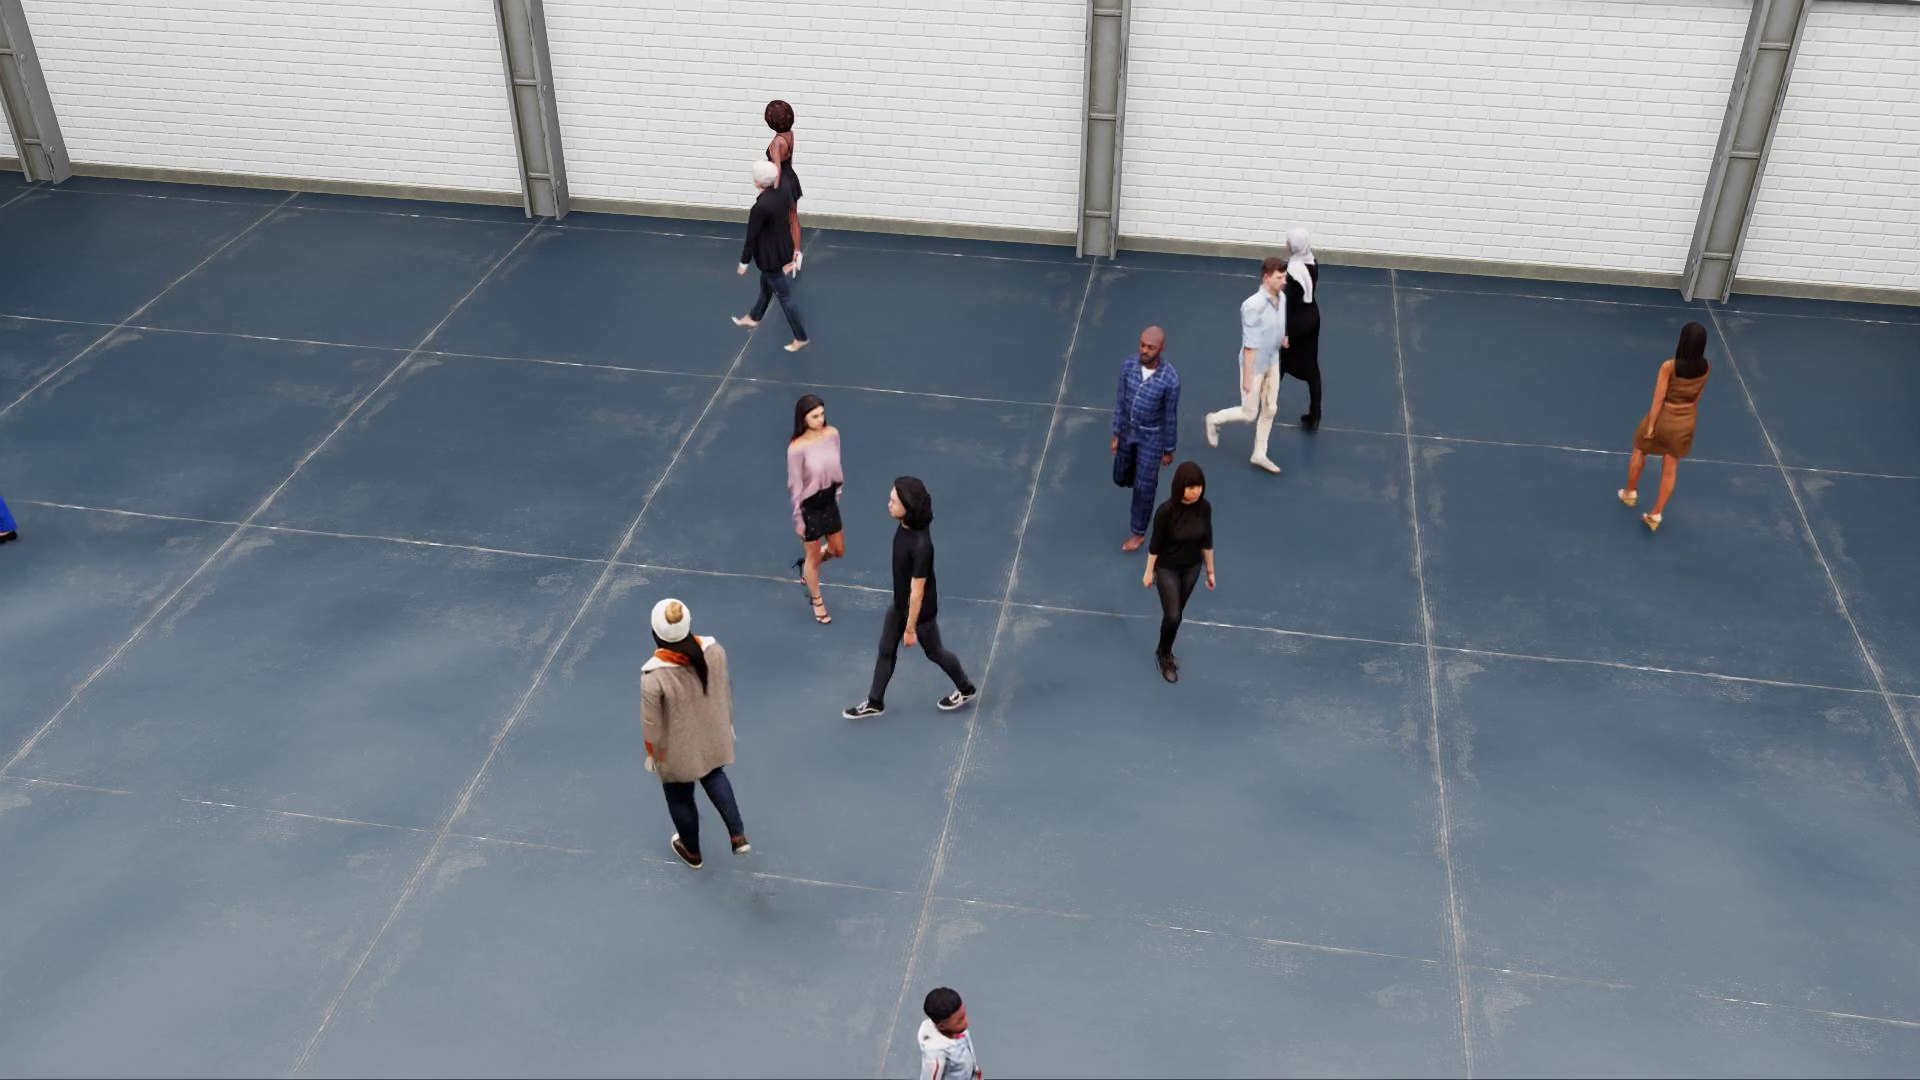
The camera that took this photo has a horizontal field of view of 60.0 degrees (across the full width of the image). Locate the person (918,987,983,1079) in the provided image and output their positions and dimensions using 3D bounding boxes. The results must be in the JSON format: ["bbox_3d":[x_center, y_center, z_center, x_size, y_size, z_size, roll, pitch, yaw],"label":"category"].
[{"bbox_3d":[-0.120,2.531,7.835,0.857,1.245,0.483,6,34,10],"label":"person"}]

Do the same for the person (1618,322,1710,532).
[{"bbox_3d":[5.363,-0.807,12.477,0.773,1.666,0.754,-3,34,-5],"label":"person"}]

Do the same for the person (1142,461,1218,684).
[{"bbox_3d":[1.412,0.144,11.079,0.718,1.630,0.794,-13,36,-18],"label":"person"}]

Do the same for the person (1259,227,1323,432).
[{"bbox_3d":[2.864,-1.694,13.752,1.068,1.731,1.162,-24,40,-31],"label":"person"}]

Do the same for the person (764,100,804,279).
[{"bbox_3d":[-1.718,-3.448,16.339,0.570,1.790,0.579,10,35,15],"label":"person"}]

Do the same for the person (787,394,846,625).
[{"bbox_3d":[-1.060,-0.228,11.479,0.828,1.805,0.892,-25,41,-33],"label":"person"}]

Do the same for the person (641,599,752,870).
[{"bbox_3d":[-1.482,1.145,9.345,0.938,1.881,1.005,-25,41,-32],"label":"person"}]

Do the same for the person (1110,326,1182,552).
[{"bbox_3d":[1.393,-0.807,12.356,0.976,1.799,0.948,21,39,29],"label":"person"}]

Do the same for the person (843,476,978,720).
[{"bbox_3d":[-0.199,0.397,10.552,1.233,1.791,0.995,-9,35,-13],"label":"person"}]

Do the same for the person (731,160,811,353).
[{"bbox_3d":[-1.502,-2.393,14.194,1.149,1.746,0.931,14,36,20],"label":"person"}]

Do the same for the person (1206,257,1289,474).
[{"bbox_3d":[2.302,-1.413,13.241,0.959,1.828,1.059,-27,42,-34],"label":"person"}]
